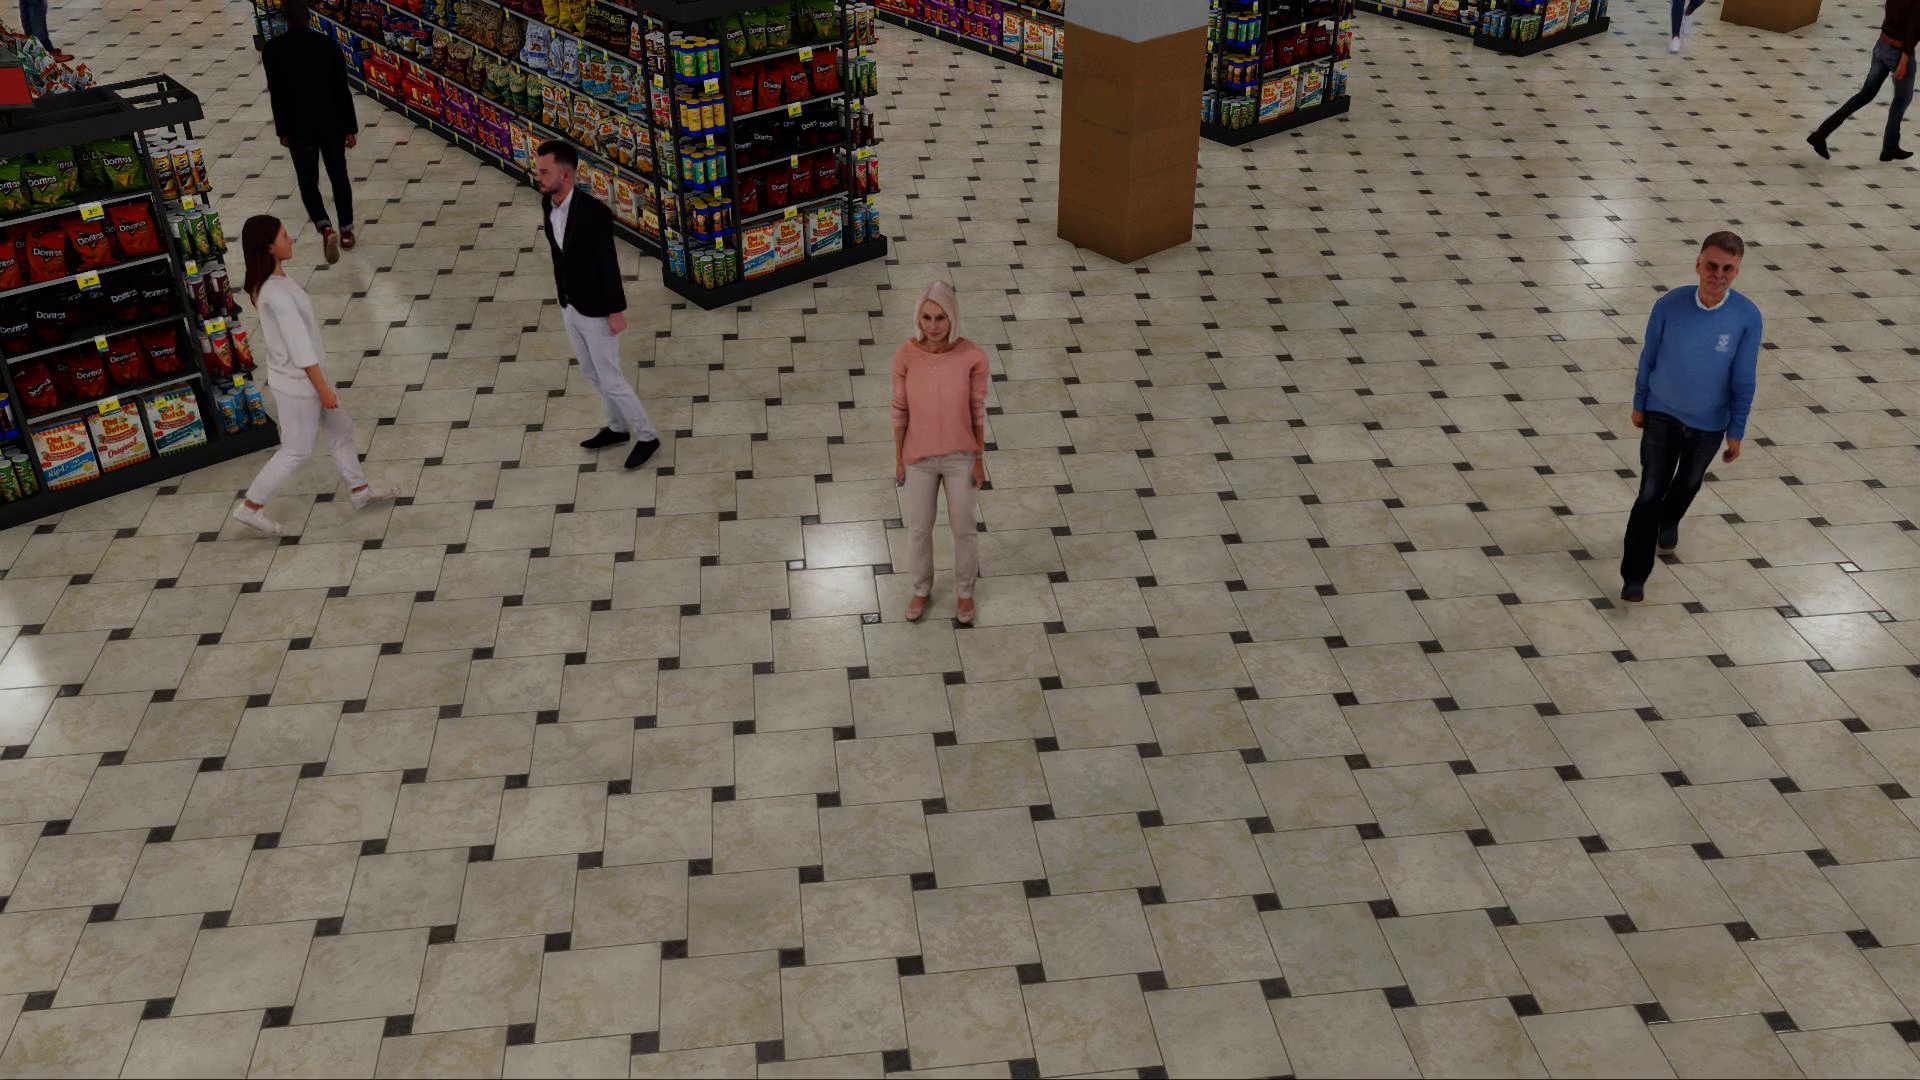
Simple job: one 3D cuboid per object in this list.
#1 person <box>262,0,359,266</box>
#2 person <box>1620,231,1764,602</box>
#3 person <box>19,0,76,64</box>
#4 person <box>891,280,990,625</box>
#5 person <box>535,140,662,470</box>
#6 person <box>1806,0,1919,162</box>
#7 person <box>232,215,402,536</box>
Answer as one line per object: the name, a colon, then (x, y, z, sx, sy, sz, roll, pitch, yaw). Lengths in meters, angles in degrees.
person: (-4.406, -2.769, 11.364, 0.876, 1.801, 1.106, -12, 34, -19)
person: (3.501, -0.639, 7.968, 1.235, 1.772, 1.094, 13, 34, 20)
person: (-8.829, -5.441, 15.630, 0.757, 1.831, 0.502, -28, 41, -37)
person: (-0.086, -0.398, 7.626, 0.668, 1.724, 0.720, 2, 32, 3)
person: (-1.948, -1.254, 8.910, 0.633, 1.822, 0.762, 25, 40, 34)
person: (7.259, -3.811, 13.088, 1.130, 1.749, 1.158, -2, 32, -4)
person: (-3.375, -0.775, 8.295, 0.839, 1.658, 1.061, -14, 34, -21)
